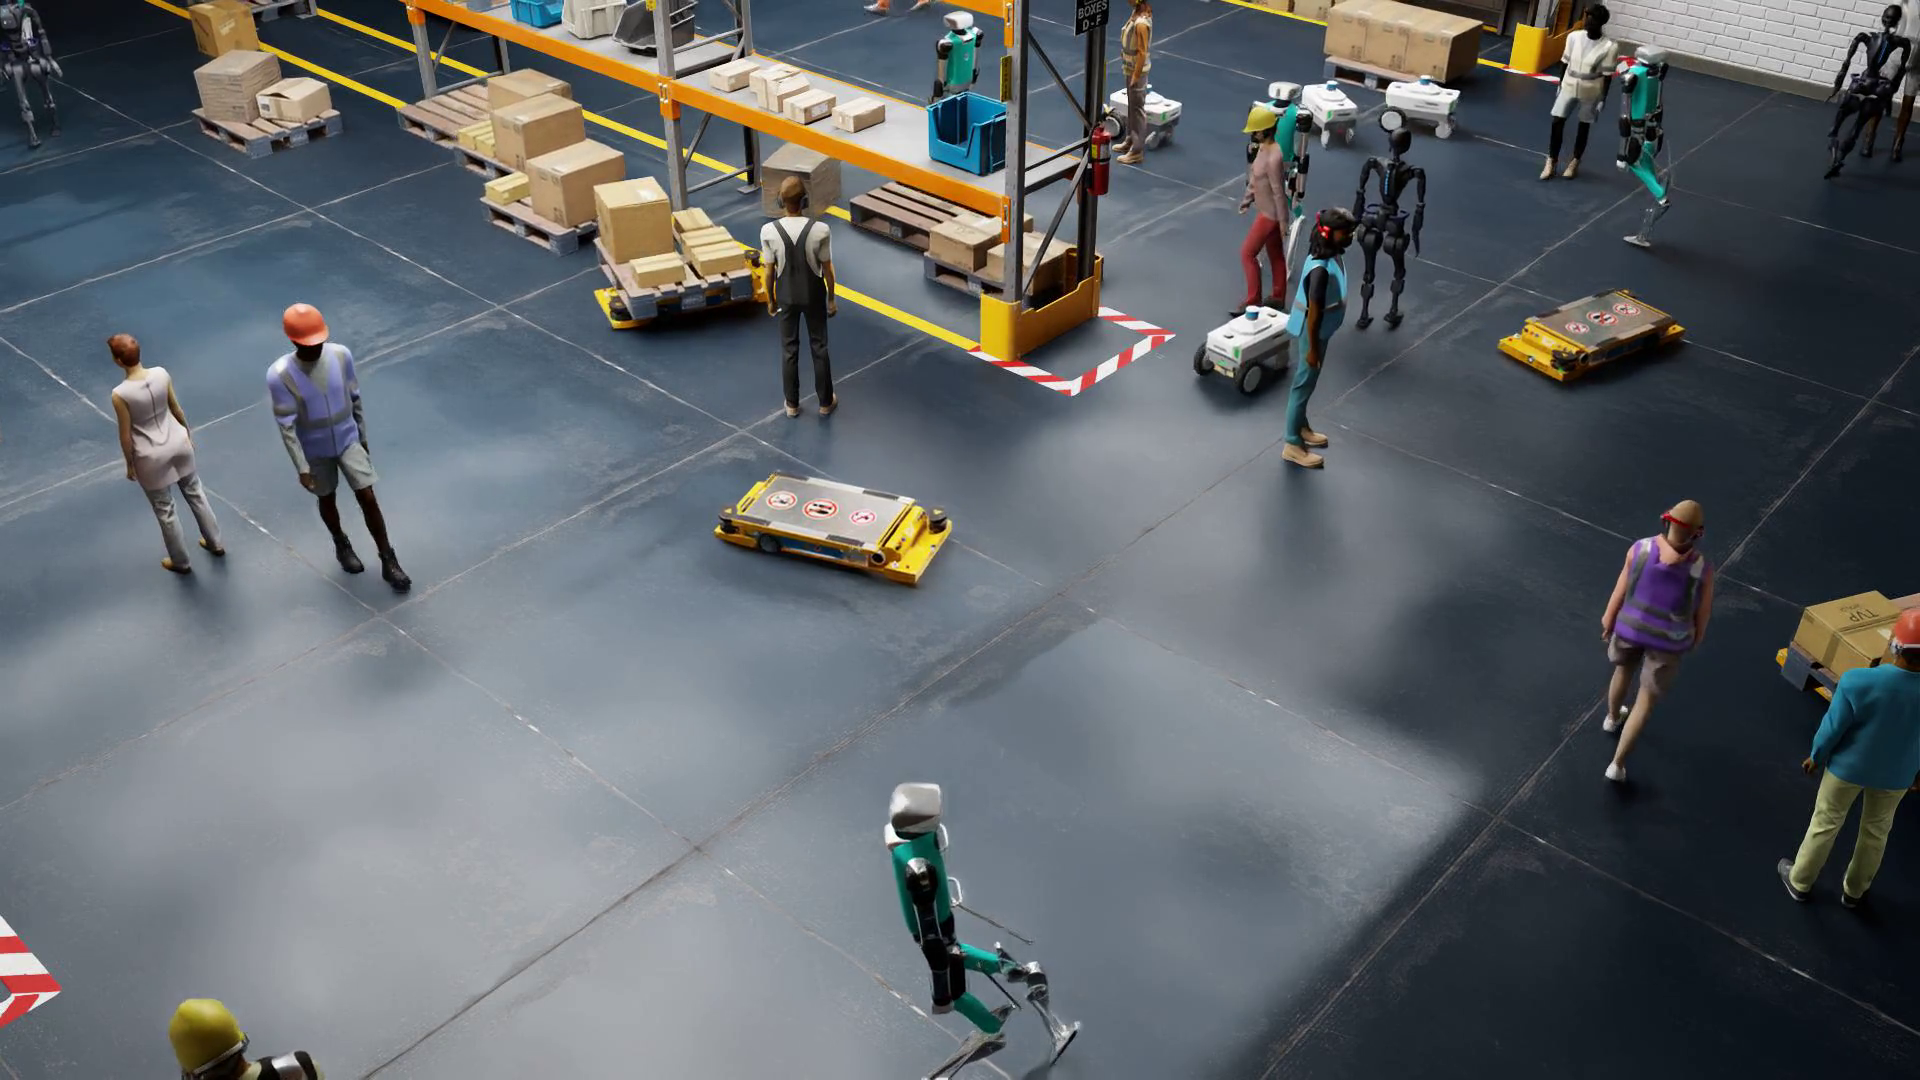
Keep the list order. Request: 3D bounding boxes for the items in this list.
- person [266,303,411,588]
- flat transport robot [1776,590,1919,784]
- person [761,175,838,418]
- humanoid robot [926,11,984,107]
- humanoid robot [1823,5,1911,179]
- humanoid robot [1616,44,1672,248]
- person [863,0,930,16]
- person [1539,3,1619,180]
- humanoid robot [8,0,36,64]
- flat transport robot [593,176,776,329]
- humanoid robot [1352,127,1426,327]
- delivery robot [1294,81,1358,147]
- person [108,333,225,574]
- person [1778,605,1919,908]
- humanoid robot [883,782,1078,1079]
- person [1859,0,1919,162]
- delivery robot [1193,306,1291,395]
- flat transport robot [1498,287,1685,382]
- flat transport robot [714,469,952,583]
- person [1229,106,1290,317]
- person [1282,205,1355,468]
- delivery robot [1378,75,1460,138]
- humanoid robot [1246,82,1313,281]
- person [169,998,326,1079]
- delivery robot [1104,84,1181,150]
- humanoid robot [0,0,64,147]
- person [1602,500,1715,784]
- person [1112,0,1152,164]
[{"bbox_3d":[-3.800,-0.535,10.143,0.562,1.910,0.797,-25,42,-31],"label":"person"},{"bbox_3d":[5.400,0.973,9.400,0.659,0.231,1.431,-11,36,-16],"label":"flat transport robot"},{"bbox_3d":[-1.140,-1.721,11.923,0.504,1.839,0.345,-1,35,-1],"label":"person"},{"bbox_3d":[-0.179,-3.997,15.400,0.765,1.877,0.543,29,44,35],"label":"humanoid robot"},{"bbox_3d":[8.492,-4.178,15.622,0.603,1.645,0.497,8,35,11],"label":"humanoid robot"},{"bbox_3d":[5.993,-3.268,14.363,0.544,1.884,0.799,-23,41,-29],"label":"humanoid robot"},{"bbox_3d":[-0.769,-7.146,19.885,0.918,1.717,0.535,-10,36,-14],"label":"person"},{"bbox_3d":[5.796,-4.164,15.592,0.547,1.674,0.576,24,41,30],"label":"person"},{"bbox_3d":[-10.740,-6.345,18.730,0.533,1.770,0.953,-15,37,-21],"label":"humanoid robot"},{"bbox_3d":[-2.267,-2.090,13.839,1.431,0.231,0.659,-14,37,-20],"label":"flat transport robot"},{"bbox_3d":[3.370,-2.488,13.172,0.603,1.658,0.408,21,40,27],"label":"humanoid robot"},{"bbox_3d":[3.733,-4.356,16.865,0.499,0.589,0.790,-8,35,-11],"label":"delivery robot"},{"bbox_3d":[-4.987,-0.541,10.377,0.289,1.651,0.441,19,39,26],"label":"person"},{"bbox_3d":[4.369,1.052,7.982,0.561,1.747,0.333,8,35,12],"label":"person"},{"bbox_3d":[0.180,1.711,7.054,0.972,1.759,0.553,-5,35,-7],"label":"humanoid robot"},{"bbox_3d":[9.148,-4.625,16.059,0.546,1.924,0.386,13,37,18],"label":"person"},{"bbox_3d":[2.206,-1.502,12.730,0.793,0.590,0.499,-27,43,-34],"label":"delivery robot"},{"bbox_3d":[5.020,-1.640,13.186,1.431,0.231,0.659,-20,39,-26],"label":"flat transport robot"},{"bbox_3d":[-0.836,-0.102,10.958,1.431,0.231,0.659,12,36,17],"label":"flat transport robot"},{"bbox_3d":[2.454,-2.628,13.327,0.475,1.732,0.527,4,35,6],"label":"person"},{"bbox_3d":[2.455,-1.418,11.458,0.397,1.867,0.528,12,36,17],"label":"person"},{"bbox_3d":[4.712,-4.447,16.995,0.777,0.587,0.499,14,37,20],"label":"delivery robot"},{"bbox_3d":[2.692,-3.018,13.858,0.530,1.746,0.733,18,39,25],"label":"humanoid robot"},{"bbox_3d":[-2.519,2.329,6.080,0.601,1.824,0.404,-17,38,-23],"label":"person"},{"bbox_3d":[1.852,-4.305,16.781,0.736,0.579,0.509,26,42,32],"label":"delivery robot"},{"bbox_3d":[-9.227,-4.715,16.422,0.591,1.634,0.722,-12,36,-17],"label":"humanoid robot"},{"bbox_3d":[3.658,0.515,8.834,0.487,1.668,0.750,24,41,30],"label":"person"},{"bbox_3d":[1.679,-4.531,16.046,0.309,1.778,0.465,-1,35,-2],"label":"person"}]
